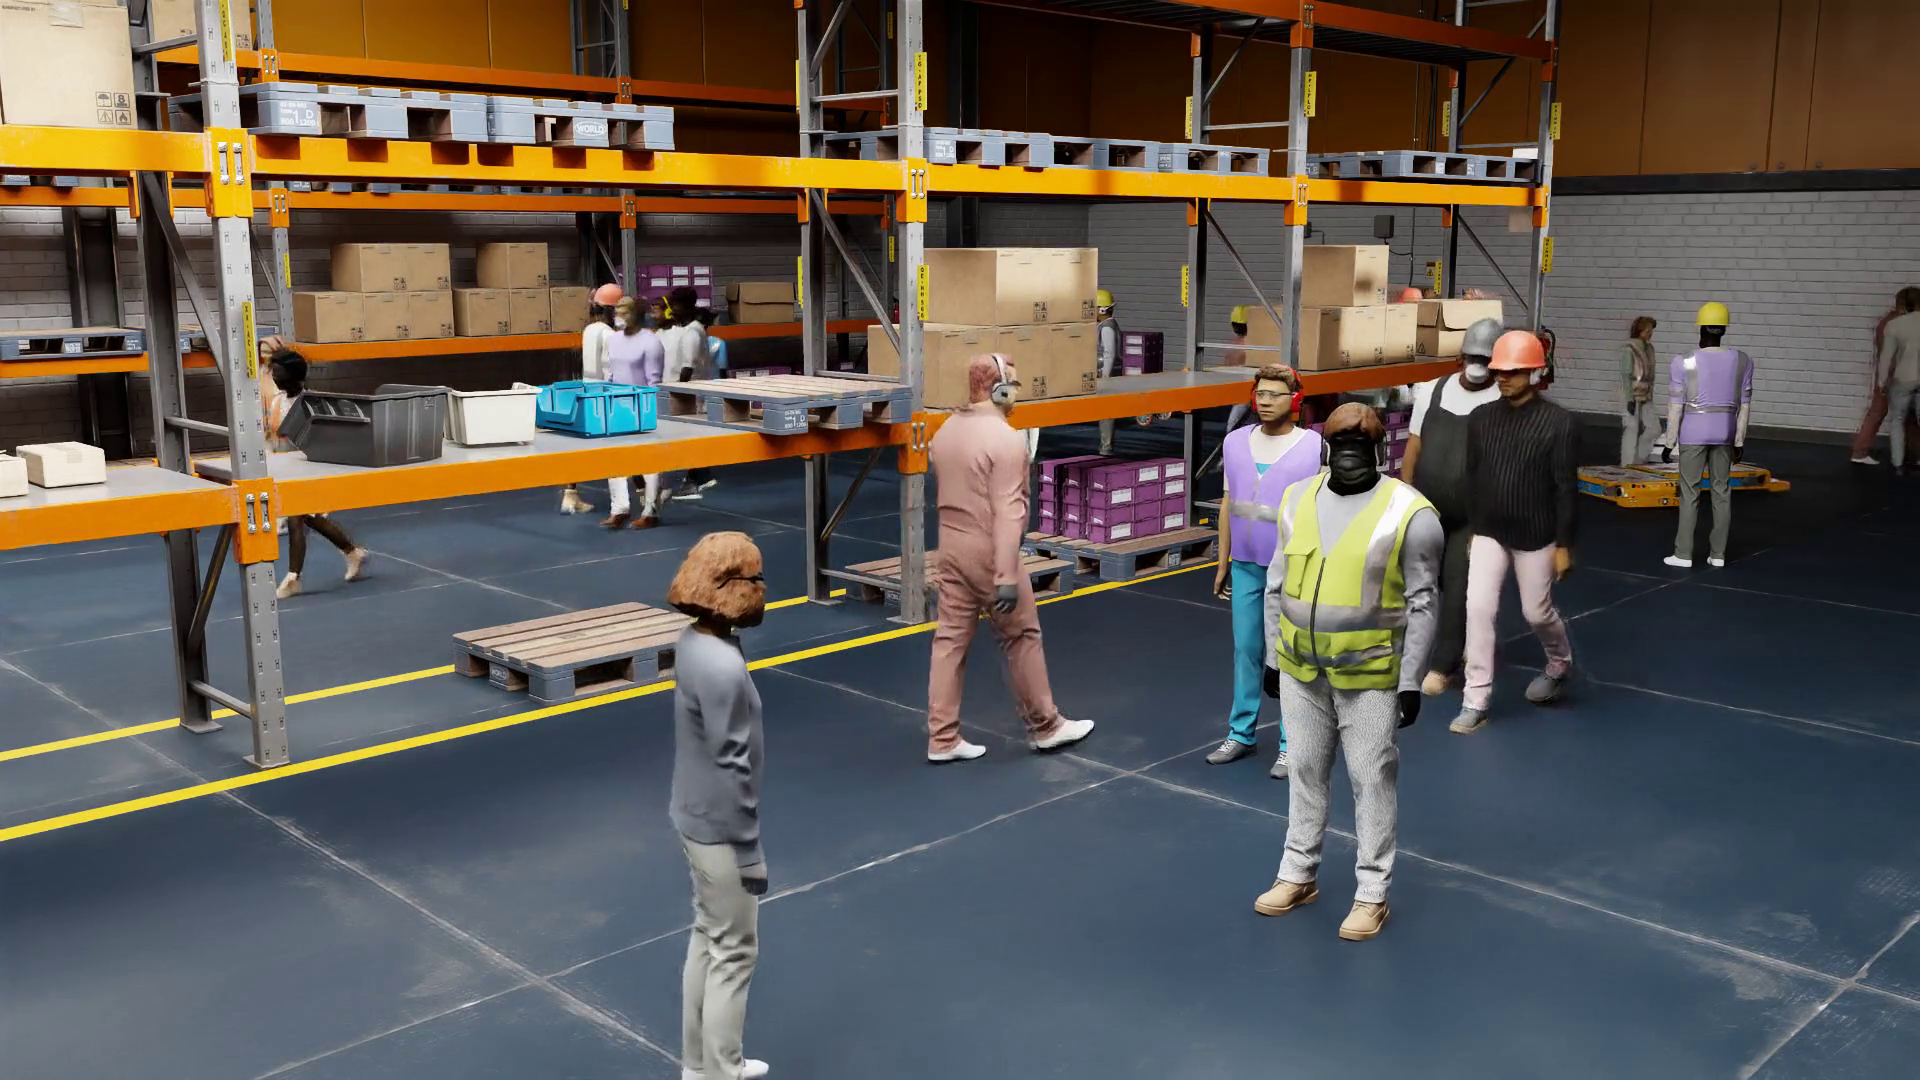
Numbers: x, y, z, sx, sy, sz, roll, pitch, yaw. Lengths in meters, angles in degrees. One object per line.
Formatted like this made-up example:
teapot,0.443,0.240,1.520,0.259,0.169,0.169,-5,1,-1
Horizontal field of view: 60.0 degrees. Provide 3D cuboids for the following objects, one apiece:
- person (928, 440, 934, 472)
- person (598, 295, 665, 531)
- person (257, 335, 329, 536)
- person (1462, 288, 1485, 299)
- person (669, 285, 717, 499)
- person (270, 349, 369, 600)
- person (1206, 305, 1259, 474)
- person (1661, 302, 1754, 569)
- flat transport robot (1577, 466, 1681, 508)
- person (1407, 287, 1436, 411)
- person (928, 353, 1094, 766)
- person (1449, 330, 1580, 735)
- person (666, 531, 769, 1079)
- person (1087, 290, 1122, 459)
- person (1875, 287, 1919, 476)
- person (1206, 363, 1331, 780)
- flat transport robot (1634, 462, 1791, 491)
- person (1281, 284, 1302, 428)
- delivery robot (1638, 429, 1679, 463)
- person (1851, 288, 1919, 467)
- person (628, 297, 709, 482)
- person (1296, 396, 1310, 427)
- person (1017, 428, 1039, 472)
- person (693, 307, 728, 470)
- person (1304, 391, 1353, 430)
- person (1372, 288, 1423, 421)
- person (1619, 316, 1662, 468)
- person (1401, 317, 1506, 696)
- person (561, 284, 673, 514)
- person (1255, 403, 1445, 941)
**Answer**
person,-0.042,-1.539,16.679,0.589,1.812,1.001,-4,11,-20
person,-2.701,-1.008,13.459,0.653,1.920,0.671,8,13,36
person,-5.394,-0.831,13.321,0.526,1.627,0.511,5,12,25
person,5.383,-1.646,17.079,0.764,1.877,0.658,0,10,1
person,-2.486,-1.342,15.192,0.430,1.952,0.667,-1,10,-7
person,-4.389,-0.466,11.255,0.539,1.670,0.811,8,13,37
person,2.919,-1.523,16.870,0.872,1.723,0.513,-3,11,-18
person,5.372,-0.742,11.999,0.585,1.928,0.369,0,10,1
flat transport robot,6.021,-0.505,15.227,0.652,0.197,1.431,-2,11,-12
person,5.047,-1.839,18.215,0.429,1.844,0.627,8,13,38
person,0.219,0.085,7.624,0.905,1.868,0.679,-7,13,-34
person,2.782,-0.057,8.196,0.904,1.961,0.626,-10,14,-42
person,-0.635,0.782,4.513,0.292,1.629,0.510,-3,11,-17
person,1.507,-1.724,17.612,0.404,1.830,0.603,1,10,3
person,9.492,-1.559,16.566,0.645,1.903,0.421,1,10,6
person,1.401,0.130,7.454,0.567,1.849,0.386,9,14,40
flat transport robot,6.987,-0.590,15.689,1.431,0.197,0.652,-2,11,-10
person,3.728,-1.984,18.881,0.645,1.893,0.422,8,13,38
delivery robot,7.073,-0.911,16.411,0.707,0.478,0.477,6,12,30
person,9.813,-1.683,17.315,0.909,1.855,0.655,0,10,-1
person,-2.830,-1.428,16.041,0.977,1.813,0.526,-7,13,-35
person,3.156,-1.477,16.040,0.373,1.914,0.597,10,14,43
person,0.686,-1.622,17.094,0.581,1.831,1.004,-1,10,-5
person,-2.652,-1.587,17.277,0.539,1.679,0.630,2,11,10
person,3.588,-1.461,16.379,0.416,1.762,0.545,-10,14,-42
person,4.501,-1.656,17.169,0.967,1.875,0.568,-2,11,-9
person,6.617,-1.357,16.176,0.539,1.625,0.408,-8,13,-38
person,2.756,-0.243,8.971,0.682,2.000,0.991,10,14,43
person,-3.055,-1.220,14.451,1.041,1.992,0.636,-8,13,-38
person,1.314,0.445,5.750,0.633,1.846,0.429,9,14,41
